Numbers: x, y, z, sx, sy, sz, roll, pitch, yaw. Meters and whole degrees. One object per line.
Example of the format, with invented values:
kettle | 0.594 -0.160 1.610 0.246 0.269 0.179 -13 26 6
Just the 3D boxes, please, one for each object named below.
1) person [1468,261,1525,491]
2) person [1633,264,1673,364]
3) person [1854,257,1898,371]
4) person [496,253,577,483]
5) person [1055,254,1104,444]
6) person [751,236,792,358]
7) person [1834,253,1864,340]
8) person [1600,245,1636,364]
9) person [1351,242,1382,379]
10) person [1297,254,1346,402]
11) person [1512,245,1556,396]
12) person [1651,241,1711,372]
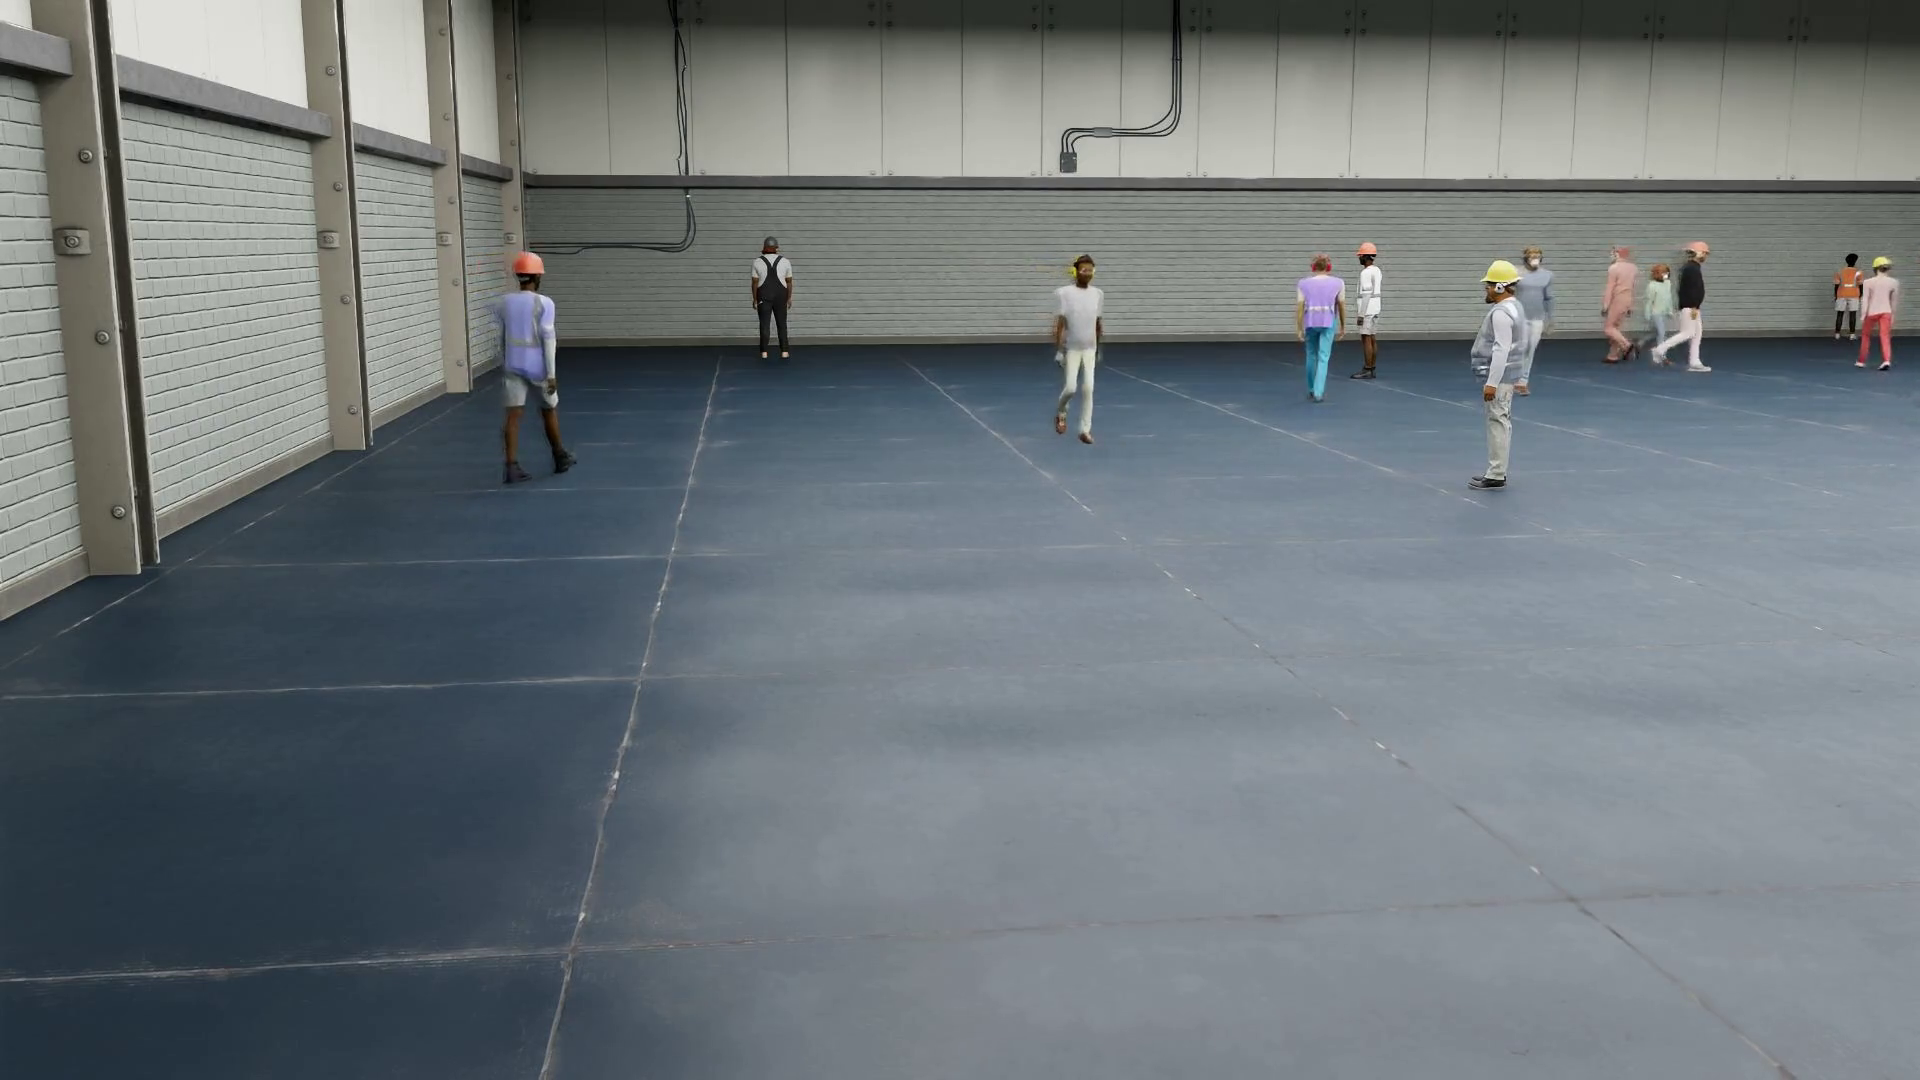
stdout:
person | 4.300 -1.312 13.338 0.403 1.833 0.590 5 11 24
person | 11.096 -3.617 26.594 0.522 1.600 0.678 -8 13 -36
person | 14.018 -3.455 25.386 0.534 1.725 0.917 1 10 7
person | -3.574 -1.449 13.934 0.565 1.882 0.975 3 11 16
person | 1.170 -1.891 16.443 0.530 1.859 0.610 -3 11 -17
person | -3.173 -4.087 27.978 0.687 2.000 0.535 -2 11 -11
person | 17.486 -4.784 32.736 0.540 1.697 0.317 8 13 36
person | 10.512 -3.734 26.464 0.677 1.884 0.567 -7 13 -35
person | 5.793 -3.258 23.710 0.366 1.939 0.542 6 12 31
person | 4.483 -2.626 20.634 0.576 1.797 0.973 4 11 20
person | 7.268 -2.774 21.157 0.640 1.908 0.827 0 10 -3
person | 10.945 -3.520 25.082 0.767 1.965 0.626 5 12 27
